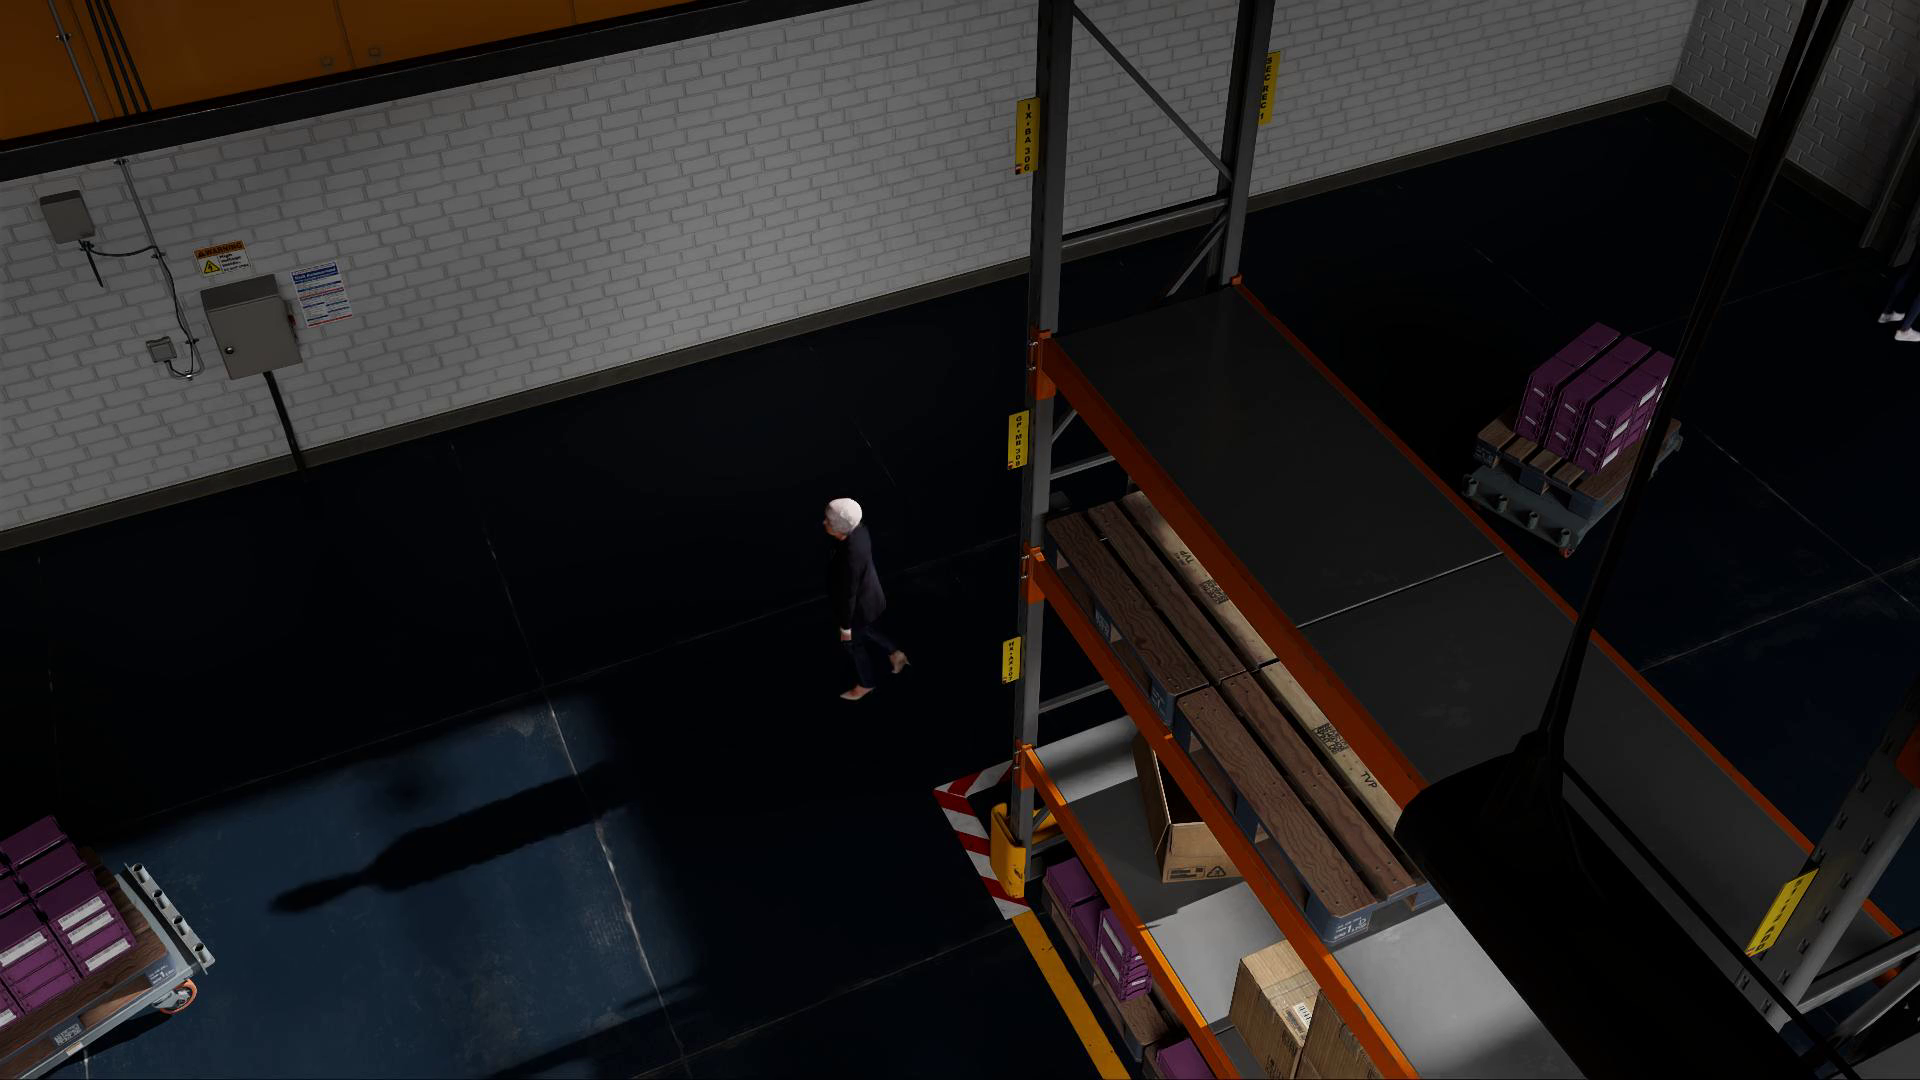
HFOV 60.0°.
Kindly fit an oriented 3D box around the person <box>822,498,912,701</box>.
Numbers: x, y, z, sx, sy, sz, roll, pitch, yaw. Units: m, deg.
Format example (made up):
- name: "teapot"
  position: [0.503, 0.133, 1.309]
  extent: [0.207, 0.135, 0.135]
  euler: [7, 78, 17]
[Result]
- name: "person"
  position: [-0.537, 0.363, 10.435]
  extent: [0.869, 1.770, 0.893]
  euler: [3, 44, 3]
